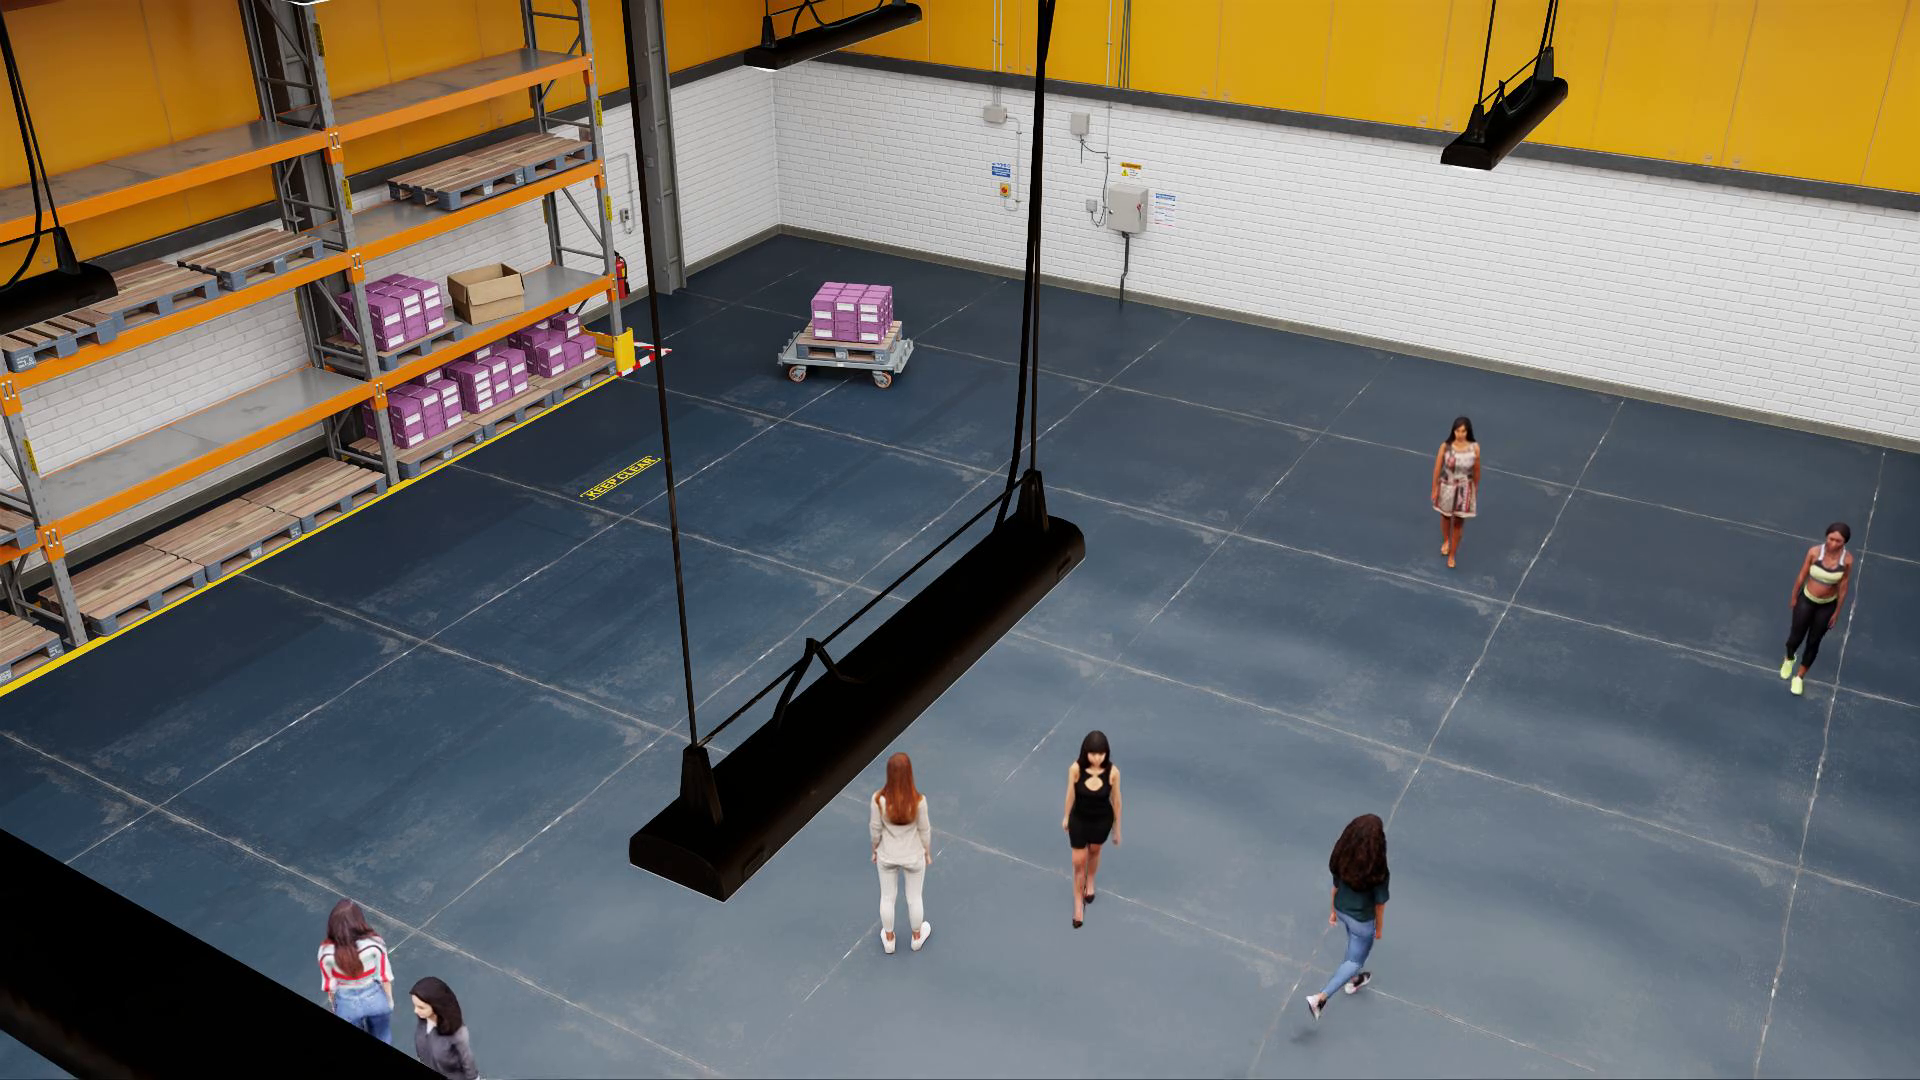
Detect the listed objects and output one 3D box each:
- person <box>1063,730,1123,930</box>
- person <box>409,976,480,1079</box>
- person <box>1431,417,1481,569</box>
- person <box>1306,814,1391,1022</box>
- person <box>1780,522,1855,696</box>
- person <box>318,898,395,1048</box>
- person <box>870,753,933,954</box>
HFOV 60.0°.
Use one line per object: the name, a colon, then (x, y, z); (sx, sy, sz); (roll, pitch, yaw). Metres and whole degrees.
person: (0.985, 2.059, 12.477); (0.781, 1.628, 0.891); (2, 29, 3)
person: (-3.022, 3.277, 10.144); (0.747, 1.725, 1.121); (24, 37, 37)
person: (5.174, -0.577, 17.316); (0.736, 1.622, 0.891); (8, 30, 14)
person: (2.687, 2.622, 11.482); (1.079, 1.593, 0.825); (-21, 35, -33)
person: (7.784, 0.563, 15.101); (0.578, 1.742, 0.655); (13, 31, 22)
person: (-3.862, 3.027, 10.730); (0.904, 1.602, 0.956); (-8, 30, -14)
person: (-0.425, 2.270, 12.002); (0.680, 1.713, 0.695); (1, 29, 2)
